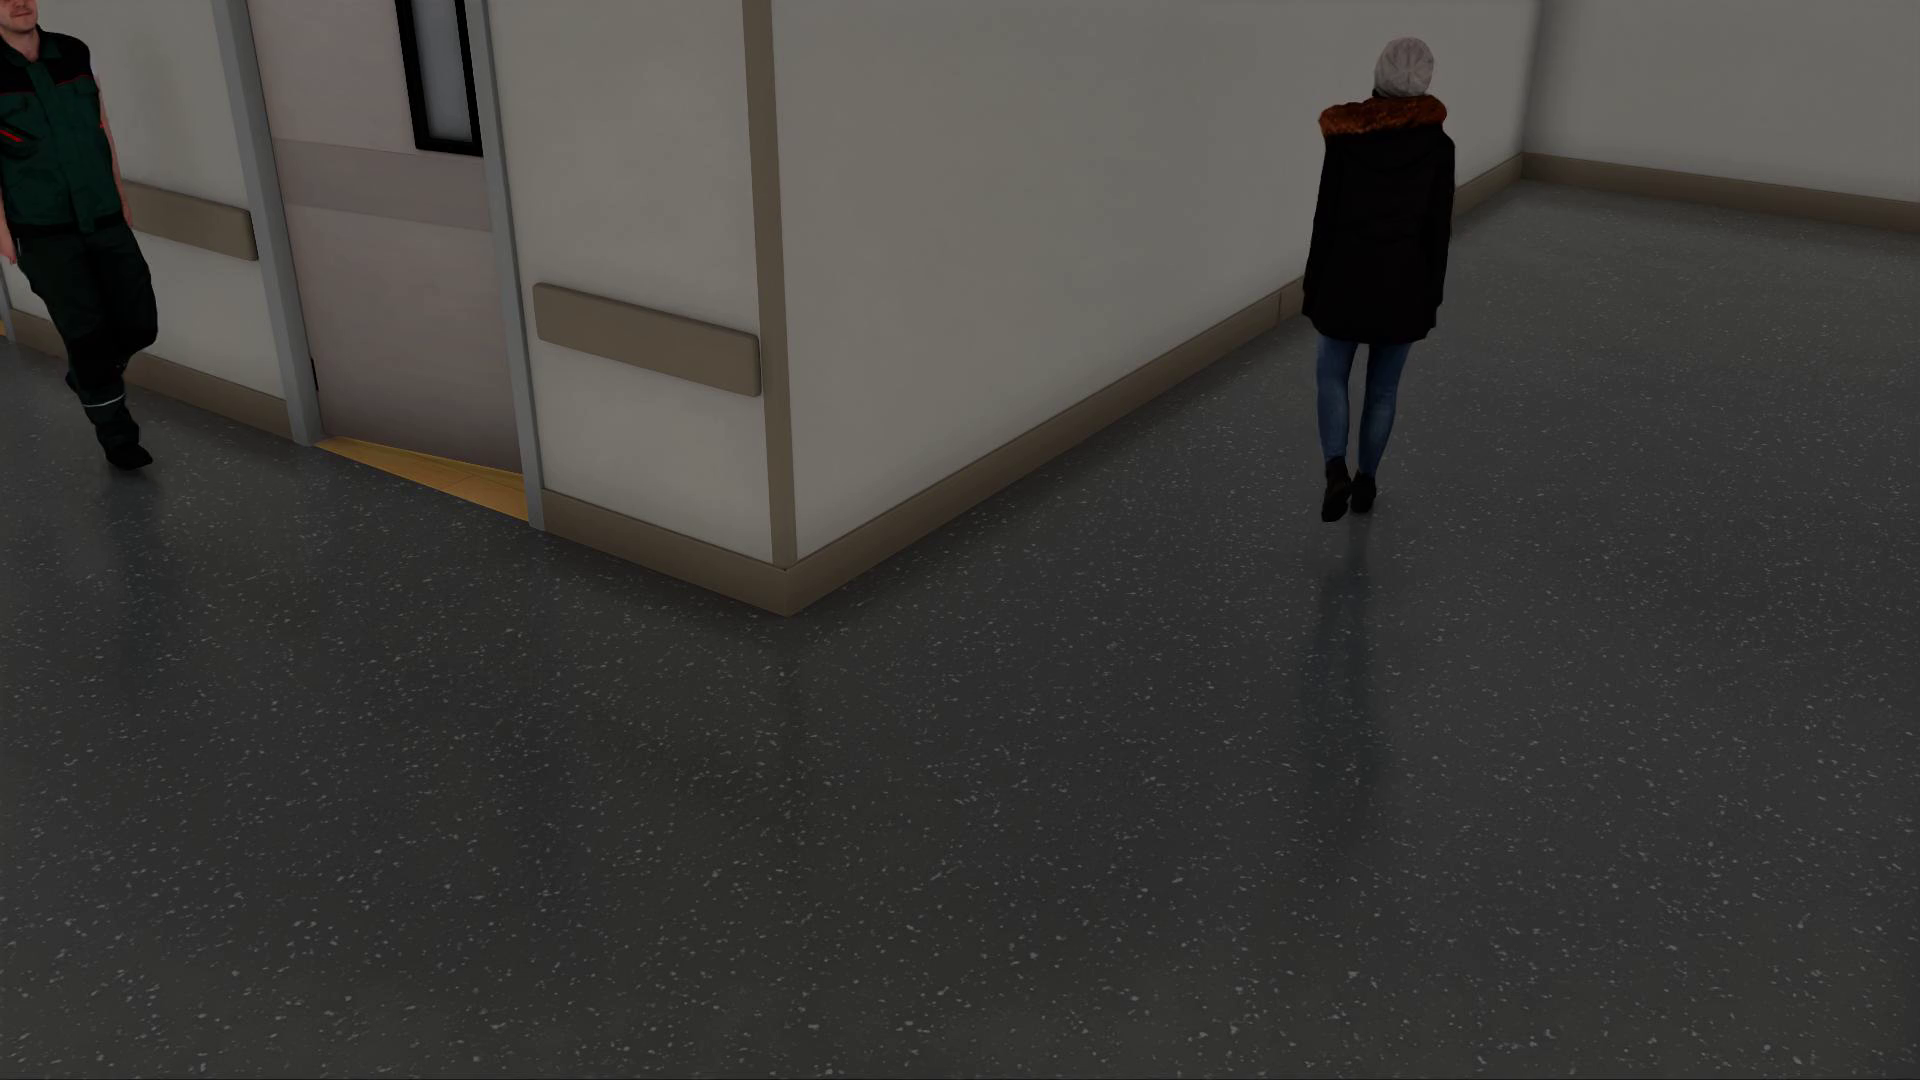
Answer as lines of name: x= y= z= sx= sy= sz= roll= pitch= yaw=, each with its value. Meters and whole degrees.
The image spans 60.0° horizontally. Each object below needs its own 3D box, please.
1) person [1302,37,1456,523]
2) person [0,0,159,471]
person: x=1.355 y=-0.794 z=5.447 sx=0.815 sy=1.622 sz=0.966 roll=5 pitch=26 yaw=10
person: x=-3.218 y=-1.150 z=5.945 sx=0.723 sy=1.830 sz=0.760 roll=19 pitch=31 yaw=34
